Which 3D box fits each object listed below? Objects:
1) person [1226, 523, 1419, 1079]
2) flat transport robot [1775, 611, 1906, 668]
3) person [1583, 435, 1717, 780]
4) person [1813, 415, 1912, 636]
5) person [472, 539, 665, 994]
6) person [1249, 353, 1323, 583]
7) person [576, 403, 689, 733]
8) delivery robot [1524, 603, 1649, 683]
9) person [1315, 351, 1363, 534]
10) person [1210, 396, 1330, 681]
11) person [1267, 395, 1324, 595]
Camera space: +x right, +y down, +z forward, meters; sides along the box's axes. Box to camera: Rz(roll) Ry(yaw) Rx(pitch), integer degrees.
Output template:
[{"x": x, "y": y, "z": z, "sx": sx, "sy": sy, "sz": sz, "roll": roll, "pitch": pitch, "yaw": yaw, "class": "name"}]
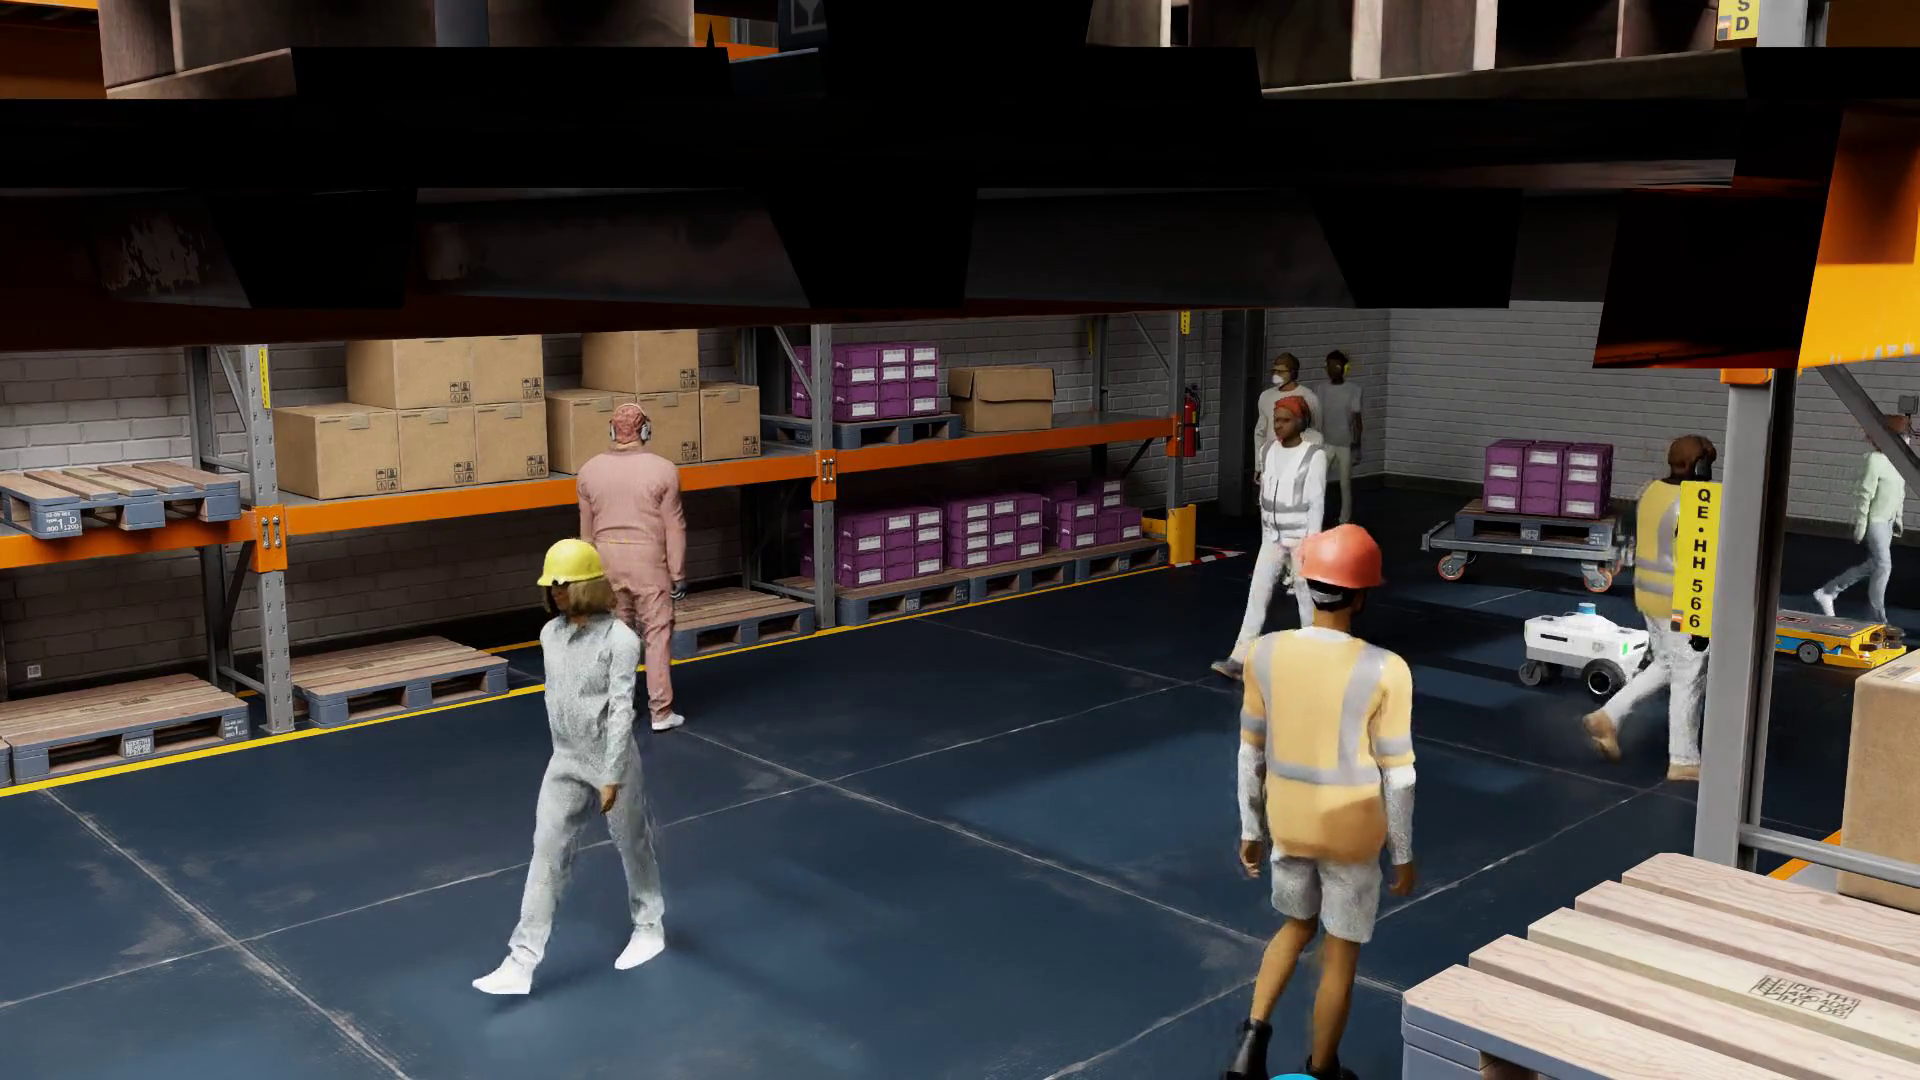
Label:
[{"x": 1.127, "y": 0.904, "z": 5.198, "sx": 0.551, "sy": 1.918, "sz": 0.477, "roll": 9, "pitch": 13, "yaw": 42, "class": "person"}, {"x": 5.708, "y": 0.636, "z": 11.589, "sx": 0.652, "sy": 0.197, "sz": 1.431, "roll": -9, "pitch": 13, "yaw": -42, "class": "flat transport robot"}, {"x": 3.695, "y": 0.357, "z": 8.709, "sx": 0.585, "sy": 1.822, "sz": 0.653, "roll": 0, "pitch": 10, "yaw": -1, "class": "person"}, {"x": 6.643, "y": -0.131, "z": 12.179, "sx": 0.512, "sy": 1.610, "sz": 0.628, "roll": -8, "pitch": 13, "yaw": -40, "class": "person"}, {"x": -1.423, "y": 0.850, "z": 6.163, "sx": 0.493, "sy": 1.703, "sz": 0.877, "roll": 5, "pitch": 11, "yaw": 27, "class": "person"}, {"x": 2.730, "y": -0.602, "z": 13.965, "sx": 0.356, "sy": 1.936, "sz": 0.638, "roll": -9, "pitch": 13, "yaw": -42, "class": "person"}, {"x": -1.870, "y": 0.162, "z": 9.597, "sx": 0.659, "sy": 1.902, "sz": 0.398, "roll": 3, "pitch": 10, "yaw": 15, "class": "person"}, {"x": 3.932, "y": 0.639, "z": 10.470, "sx": 0.477, "sy": 0.478, "sz": 0.707, "roll": -9, "pitch": 13, "yaw": -42, "class": "delivery robot"}, {"x": 3.593, "y": -0.880, "z": 15.896, "sx": 0.540, "sy": 1.832, "sz": 0.868, "roll": 6, "pitch": 11, "yaw": 30, "class": "person"}, {"x": 2.021, "y": 0.018, "z": 10.607, "sx": 0.897, "sy": 1.842, "sz": 0.595, "roll": -7, "pitch": 12, "yaw": -37, "class": "person"}, {"x": 2.762, "y": -0.384, "z": 13.635, "sx": 0.503, "sy": 1.614, "sz": 0.502, "roll": 8, "pitch": 12, "yaw": 37, "class": "person"}]
